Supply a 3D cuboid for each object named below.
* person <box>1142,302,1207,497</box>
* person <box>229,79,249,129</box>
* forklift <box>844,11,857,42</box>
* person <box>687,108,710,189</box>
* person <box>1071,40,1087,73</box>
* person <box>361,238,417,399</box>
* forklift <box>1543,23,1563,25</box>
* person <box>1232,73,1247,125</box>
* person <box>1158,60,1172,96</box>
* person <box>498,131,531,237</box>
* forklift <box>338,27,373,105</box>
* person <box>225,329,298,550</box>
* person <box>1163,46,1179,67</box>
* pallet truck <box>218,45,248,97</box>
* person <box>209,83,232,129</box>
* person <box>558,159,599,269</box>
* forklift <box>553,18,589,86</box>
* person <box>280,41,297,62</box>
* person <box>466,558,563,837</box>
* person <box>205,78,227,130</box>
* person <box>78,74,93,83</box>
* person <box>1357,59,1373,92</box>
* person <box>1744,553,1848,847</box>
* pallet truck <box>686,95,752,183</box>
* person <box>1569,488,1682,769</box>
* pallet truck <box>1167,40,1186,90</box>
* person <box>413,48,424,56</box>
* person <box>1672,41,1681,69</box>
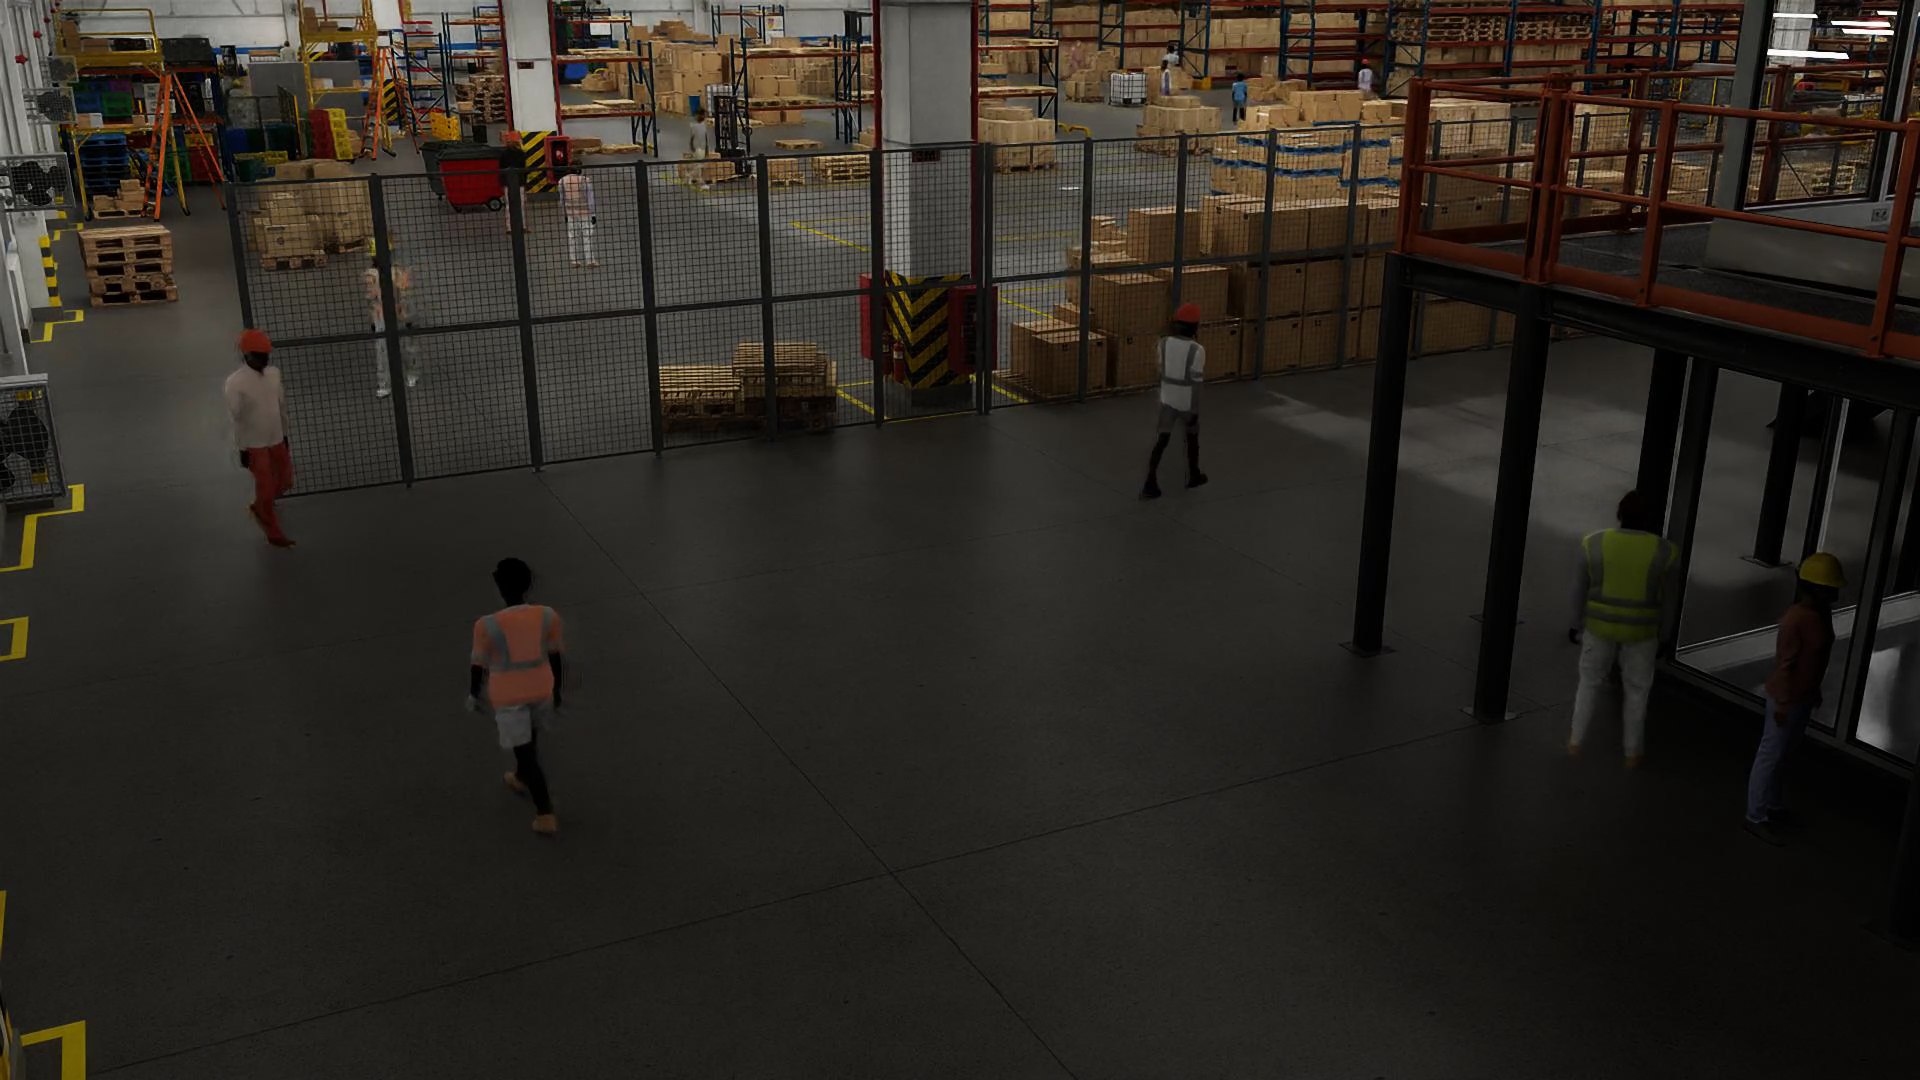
[{"bbox_3d":[2.101,-1.352,16.085,0.555,1.904,0.961,14,23,35],"label":"person"},{"bbox_3d":[-21.900,-13.118,50.494,0.505,1.689,0.889,-16,25,-39],"label":"person"},{"bbox_3d":[-5.476,-25.083,83.382,1.873,2.768,1.129,-9,21,-25],"label":"forklift"},{"bbox_3d":[-6.092,-9.100,38.625,0.760,1.837,0.531,13,23,32],"label":"person"},{"bbox_3d":[5.208,-20.806,72.516,0.668,1.860,0.962,-9,21,-25],"label":"person"},{"bbox_3d":[-6.856,-2.698,20.010,0.597,1.887,0.980,1,19,2],"label":"person"},{"bbox_3d":[23.194,-18.971,65.664,1.873,2.768,1.129,-9,21,-25],"label":"forklift"},{"bbox_3d":[9.056,-14.266,53.863,0.530,1.671,0.825,-1,19,-4],"label":"person"},{"bbox_3d":[6.934,-15.478,57.036,0.867,1.882,0.604,2,19,5],"label":"person"},{"bbox_3d":[-8.480,-6.775,31.679,0.434,1.982,0.634,13,23,33],"label":"person"},{"bbox_3d":[-22.393,-17.327,60.899,1.873,2.768,1.129,-9,21,-25],"label":"forklift"},{"bbox_3d":[-6.164,-0.888,14.612,0.556,1.975,0.618,9,21,24],"label":"person"},{"bbox_3d":[8.425,-18.841,66.736,0.633,1.911,0.984,-1,19,-3],"label":"person"},{"bbox_3d":[-28.879,-18.665,66.111,0.823,1.965,1.885,-3,19,-9],"label":"pallet truck"},{"bbox_3d":[-22.836,-13.472,51.334,0.516,1.817,0.883,-16,25,-38],"label":"person"},{"bbox_3d":[-6.467,-5.534,28.282,0.627,1.844,0.429,4,20,12],"label":"person"},{"bbox_3d":[-17.169,-21.142,71.956,1.873,2.768,1.129,-9,21,-25],"label":"forklift"},{"bbox_3d":[-28.531,-20.240,70.765,0.630,1.940,0.370,-9,21,-25],"label":"person"},{"bbox_3d":[-2.614,0.909,9.891,0.538,1.650,0.869,-17,25,-40],"label":"person"},{"bbox_3d":[-23.476,-13.919,52.526,0.577,1.883,0.353,-7,20,-20],"label":"person"},{"bbox_3d":[-31.895,-16.603,60.694,0.552,1.613,0.665,-13,23,-33],"label":"person"},{"bbox_3d":[13.890,-15.562,57.230,0.574,1.922,0.413,-8,21,-23],"label":"person"},{"bbox_3d":[4.896,0.909,9.717,0.524,1.769,0.314,-16,25,-39],"label":"person"},{"bbox_3d":[-5.836,-9.608,39.856,0.823,1.965,1.885,10,22,27],"label":"pallet truck"},{"bbox_3d":[4.226,0.560,10.622,0.634,1.839,0.429,9,21,24],"label":"person"},{"bbox_3d":[9.045,-19.971,69.895,0.823,1.965,1.885,-3,19,-8],"label":"pallet truck"},{"bbox_3d":[-25.793,-23.139,79.168,0.543,1.939,0.360,-1,19,-4],"label":"person"},{"bbox_3d":[33.955,-23.058,78.992,0.408,1.903,0.638,-7,20,-20],"label":"person"}]
